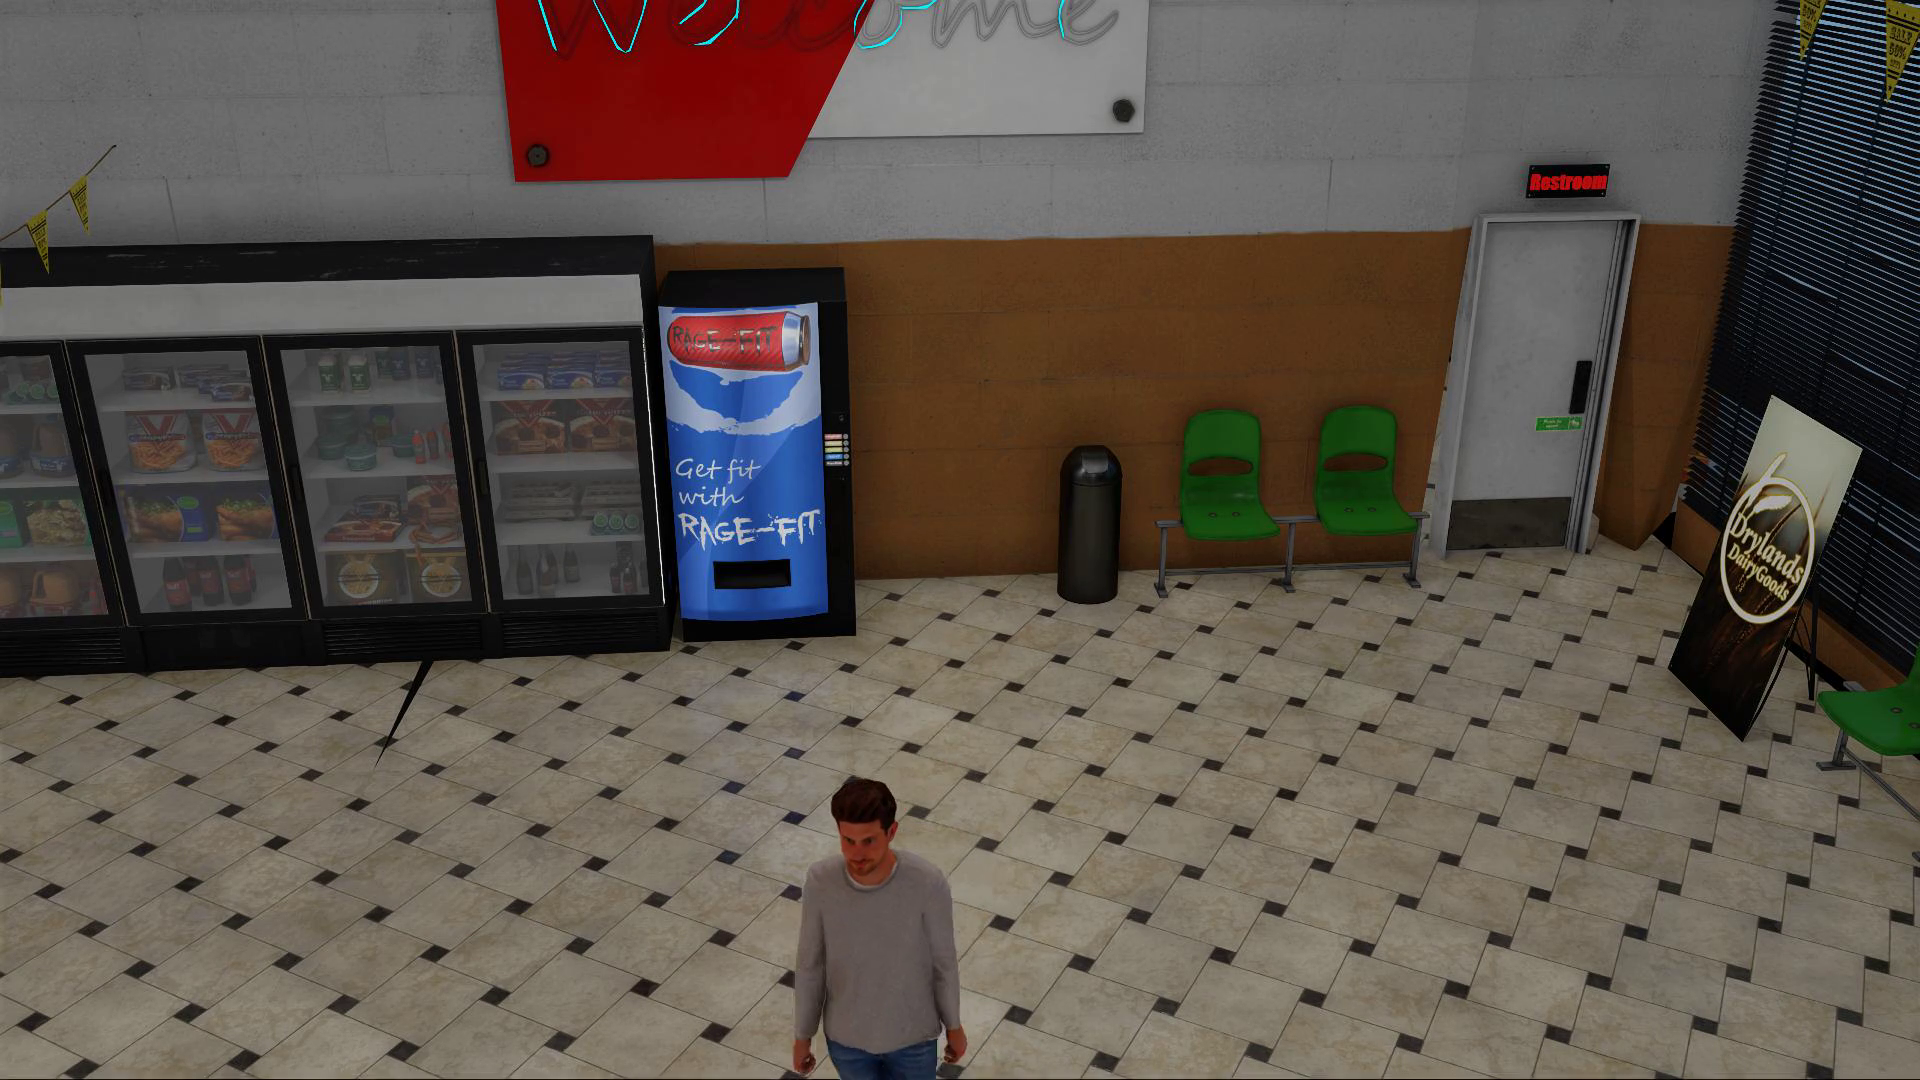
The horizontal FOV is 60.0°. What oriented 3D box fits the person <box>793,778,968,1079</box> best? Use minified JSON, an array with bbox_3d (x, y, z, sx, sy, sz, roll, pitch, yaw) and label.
[{"bbox_3d":[-0.240,1.563,5.516,0.825,1.878,0.917,4,24,9],"label":"person"}]
